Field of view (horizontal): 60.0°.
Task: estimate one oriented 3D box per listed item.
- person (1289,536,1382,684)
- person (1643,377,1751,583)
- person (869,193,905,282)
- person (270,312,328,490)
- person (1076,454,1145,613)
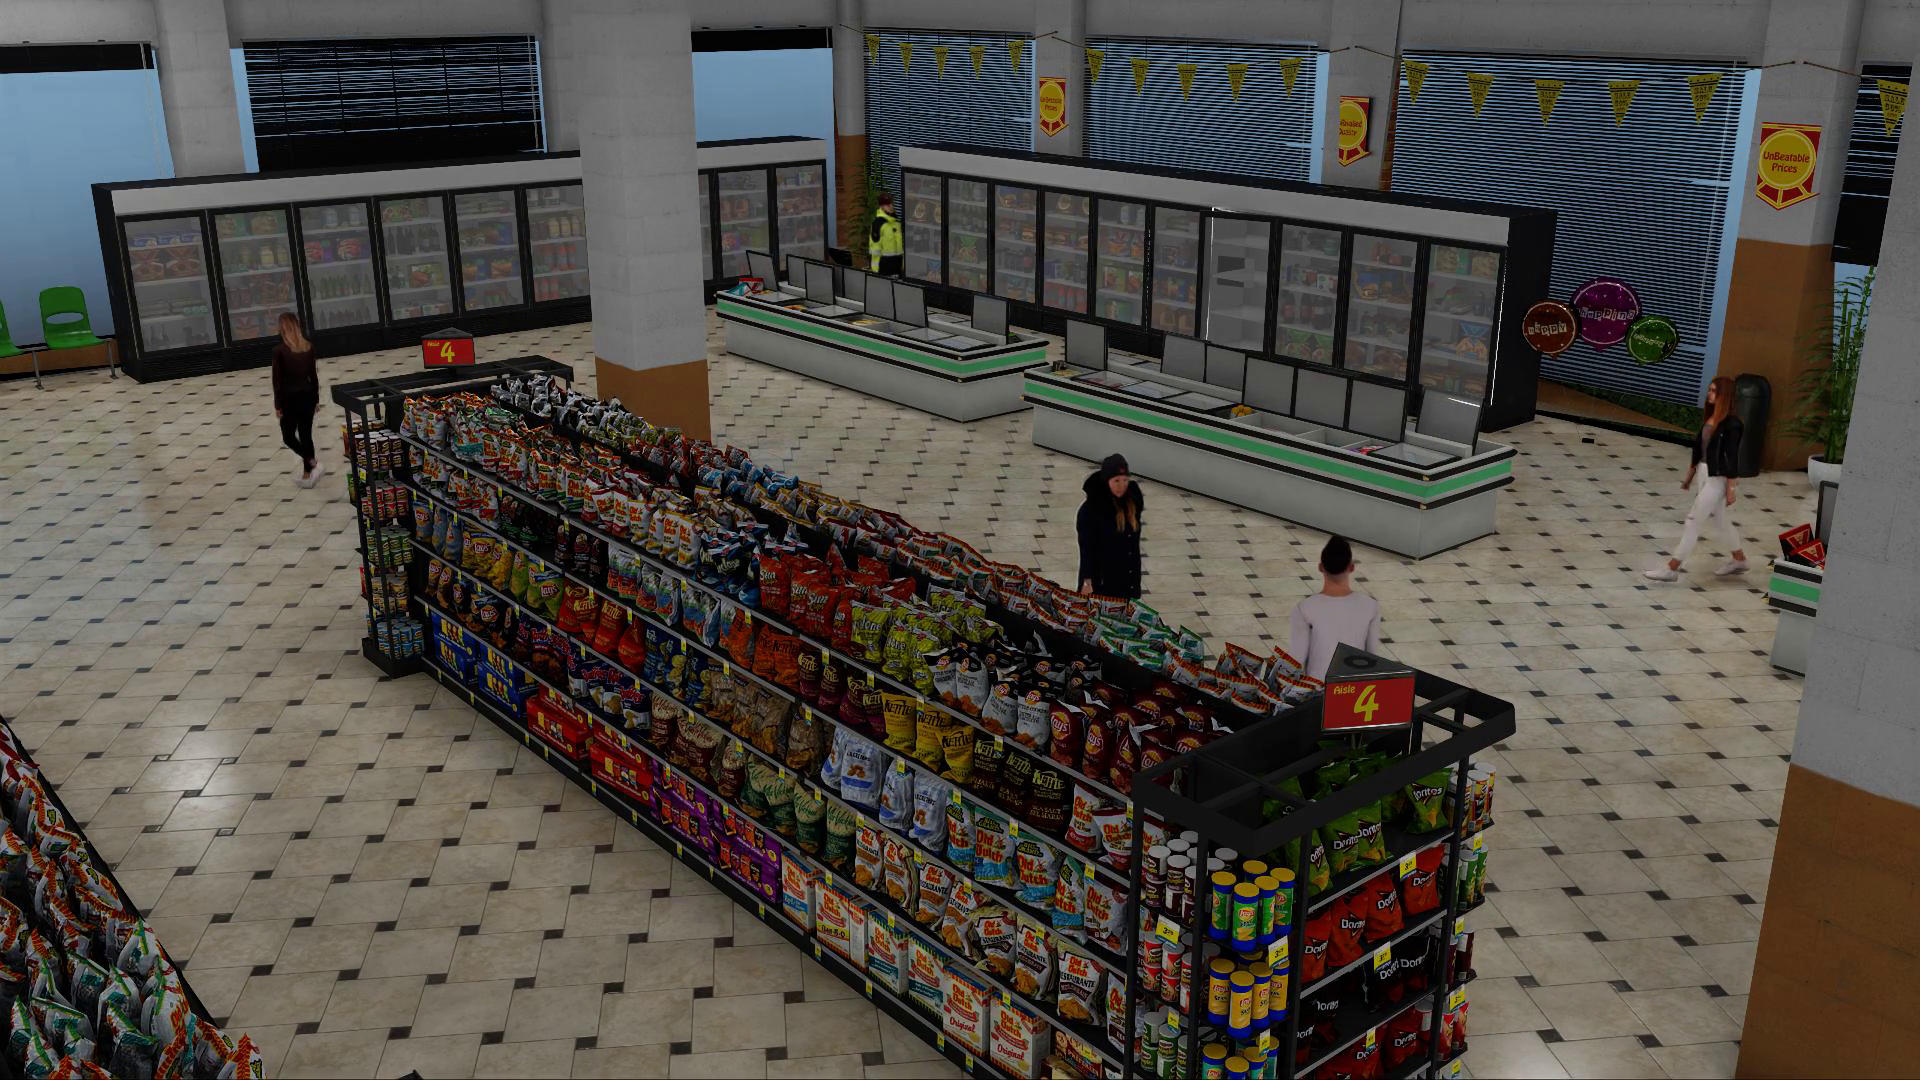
[{"bbox_3d":[2.019,0.856,9.066,0.747,1.838,0.742,-3,19,-10],"label":"person"},{"bbox_3d":[6.057,-0.445,13.197,1.133,1.663,1.139,0,19,-1],"label":"person"},{"bbox_3d":[-1.073,-3.648,22.284,1.434,1.926,1.175,8,20,23],"label":"person"},{"bbox_3d":[-6.180,-1.278,15.617,0.886,1.695,0.743,13,22,33],"label":"person"},{"bbox_3d":[1.002,0.227,11.185,0.684,1.674,0.655,-13,22,-33],"label":"person"}]
